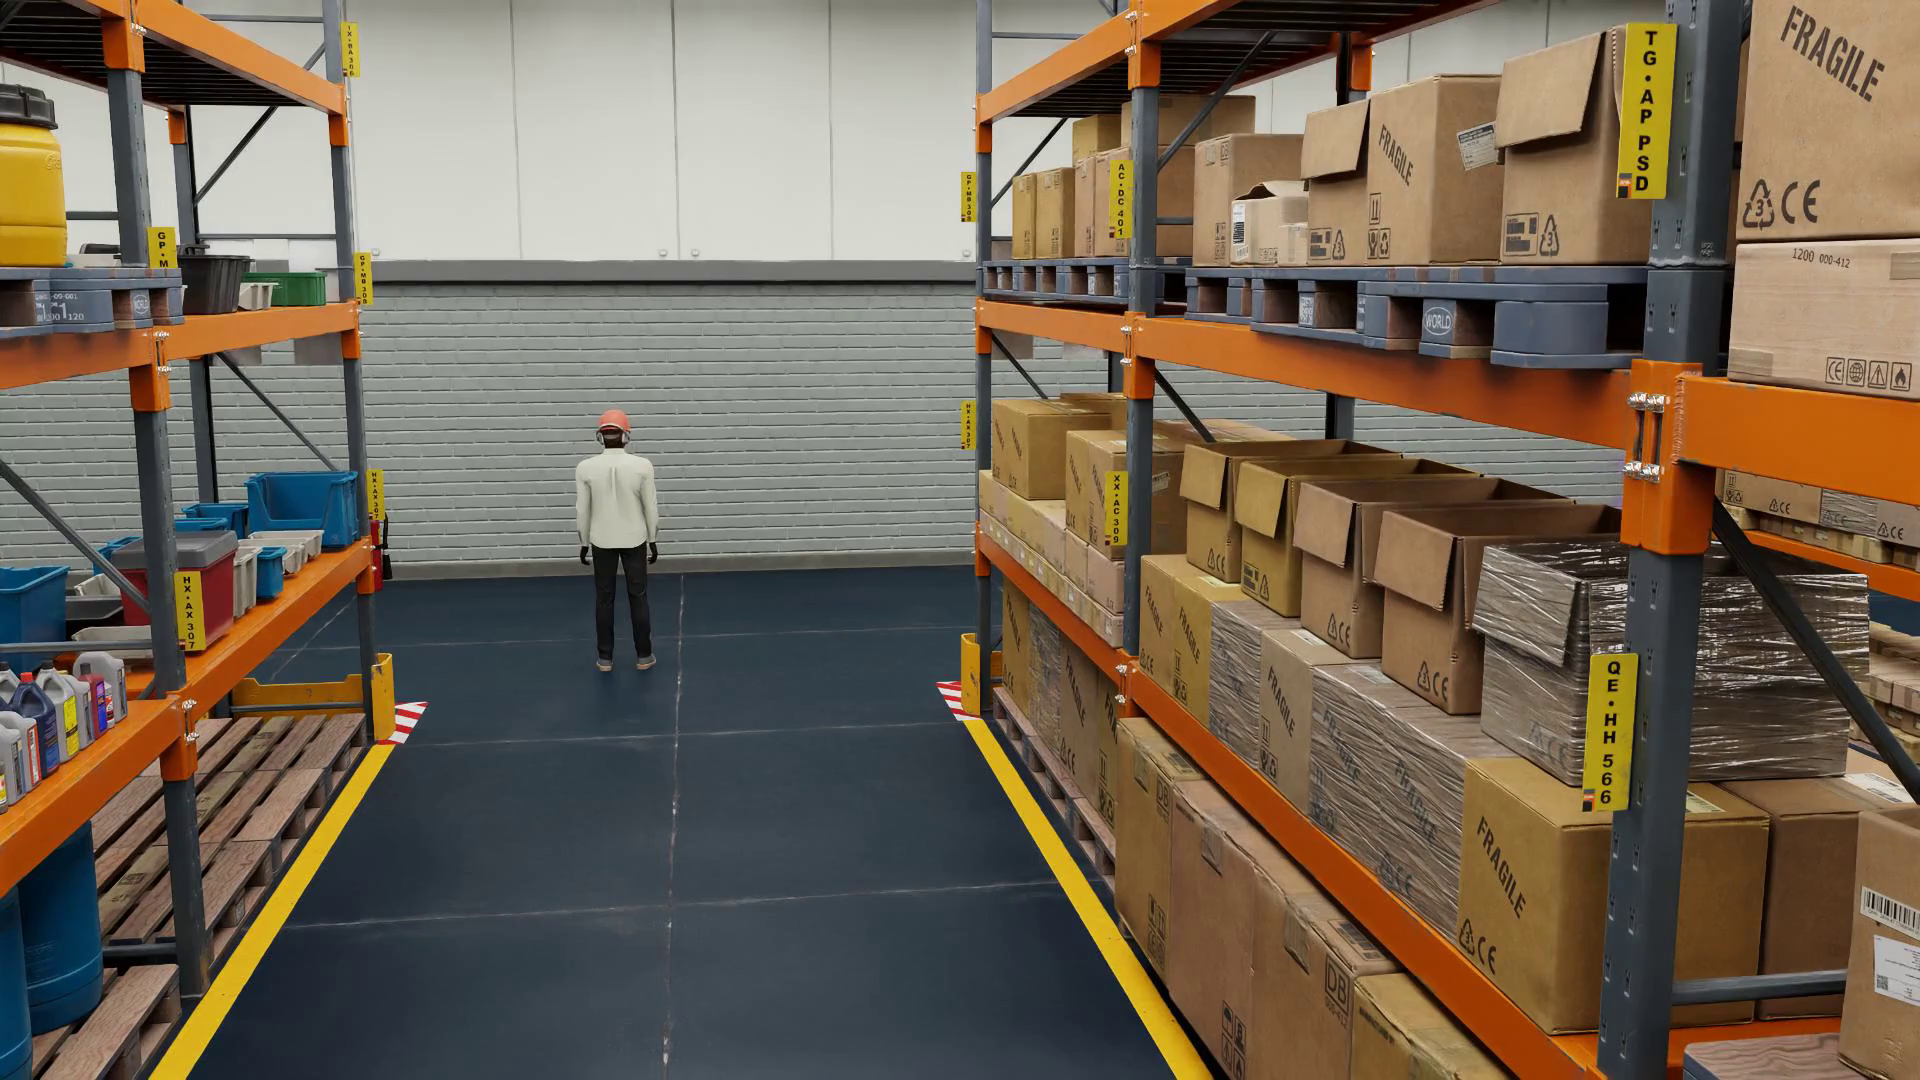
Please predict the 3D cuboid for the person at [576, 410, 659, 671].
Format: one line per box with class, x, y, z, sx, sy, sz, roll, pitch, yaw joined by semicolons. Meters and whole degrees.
person;-2.590;0.008;12.621;0.611;1.985;0.393;-1;9;-8
